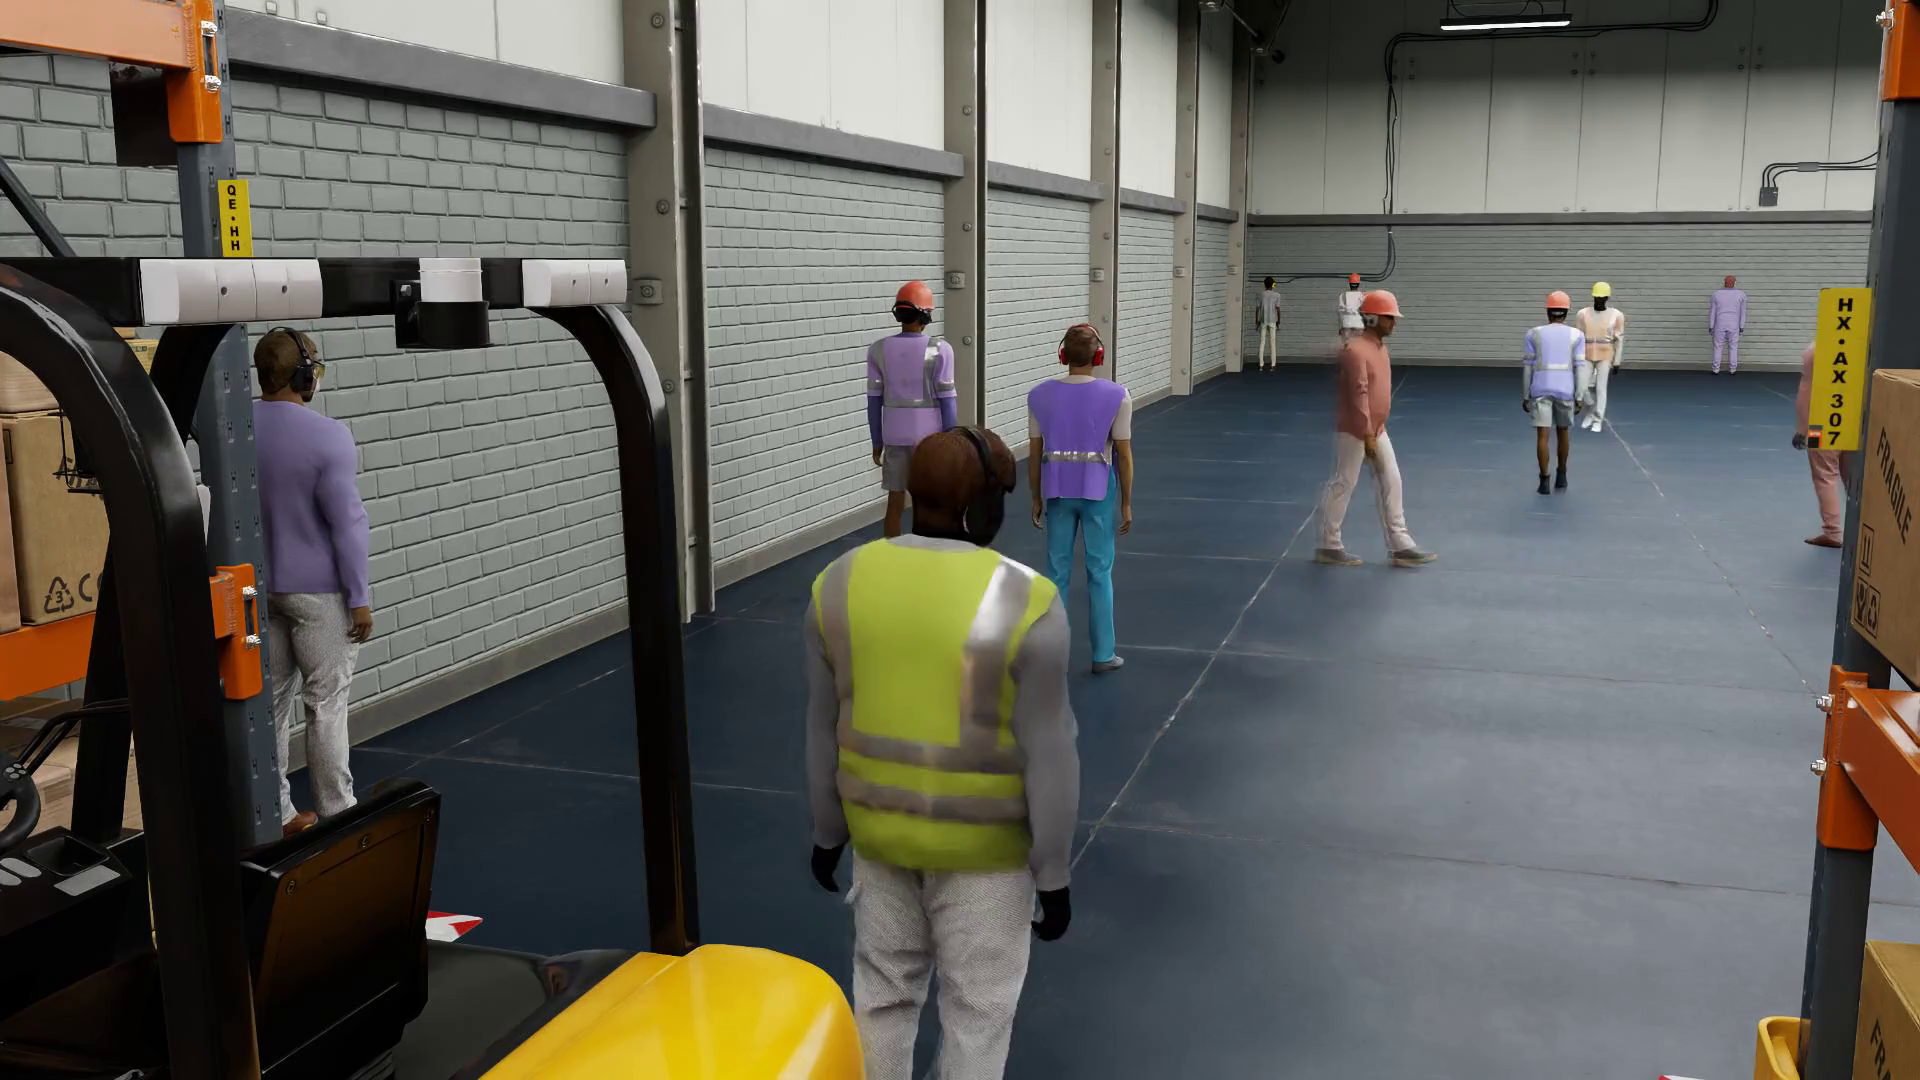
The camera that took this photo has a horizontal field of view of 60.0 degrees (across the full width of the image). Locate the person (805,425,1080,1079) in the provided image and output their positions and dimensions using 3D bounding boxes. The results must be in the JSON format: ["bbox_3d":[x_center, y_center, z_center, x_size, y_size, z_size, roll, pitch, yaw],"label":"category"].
[{"bbox_3d":[-0.043,0.666,3.687,0.666,1.831,0.430,5,11,27],"label":"person"}]

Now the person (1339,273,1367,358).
[{"bbox_3d":[7.376,-4.025,31.206,0.547,1.942,0.351,3,10,17],"label":"person"}]

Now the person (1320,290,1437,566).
[{"bbox_3d":[2.957,-0.760,11.688,0.914,1.953,0.639,7,12,38],"label":"person"}]

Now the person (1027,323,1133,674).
[{"bbox_3d":[0.629,-0.208,8.744,0.566,1.849,0.387,3,10,17],"label":"person"}]

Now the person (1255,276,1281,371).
[{"bbox_3d":[6.117,-4.296,33.032,0.520,1.871,0.326,3,10,17],"label":"person"}]

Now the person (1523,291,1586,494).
[{"bbox_3d":[5.607,-1.400,15.758,0.549,1.878,0.918,3,10,16],"label":"person"}]

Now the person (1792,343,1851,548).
[{"bbox_3d":[6.700,-0.869,12.646,0.768,1.874,0.428,-1,10,-5],"label":"person"}]

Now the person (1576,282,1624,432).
[{"bbox_3d":[8.083,-2.320,21.138,0.619,1.910,0.414,6,11,33],"label":"person"}]

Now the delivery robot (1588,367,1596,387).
[{"bbox_3d":[10.494,-2.783,27.649,0.477,0.478,0.707,5,11,26],"label":"delivery robot"}]

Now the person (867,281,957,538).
[{"bbox_3d":[-0.304,-0.668,10.910,0.609,2.043,0.376,3,10,17],"label":"person"}]

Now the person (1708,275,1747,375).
[{"bbox_3d":[14.606,-4.088,31.685,0.644,1.908,0.408,3,10,17],"label":"person"}]

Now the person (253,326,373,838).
[{"bbox_3d":[-2.418,0.196,6.076,0.631,1.939,0.370,3,10,17],"label":"person"}]
